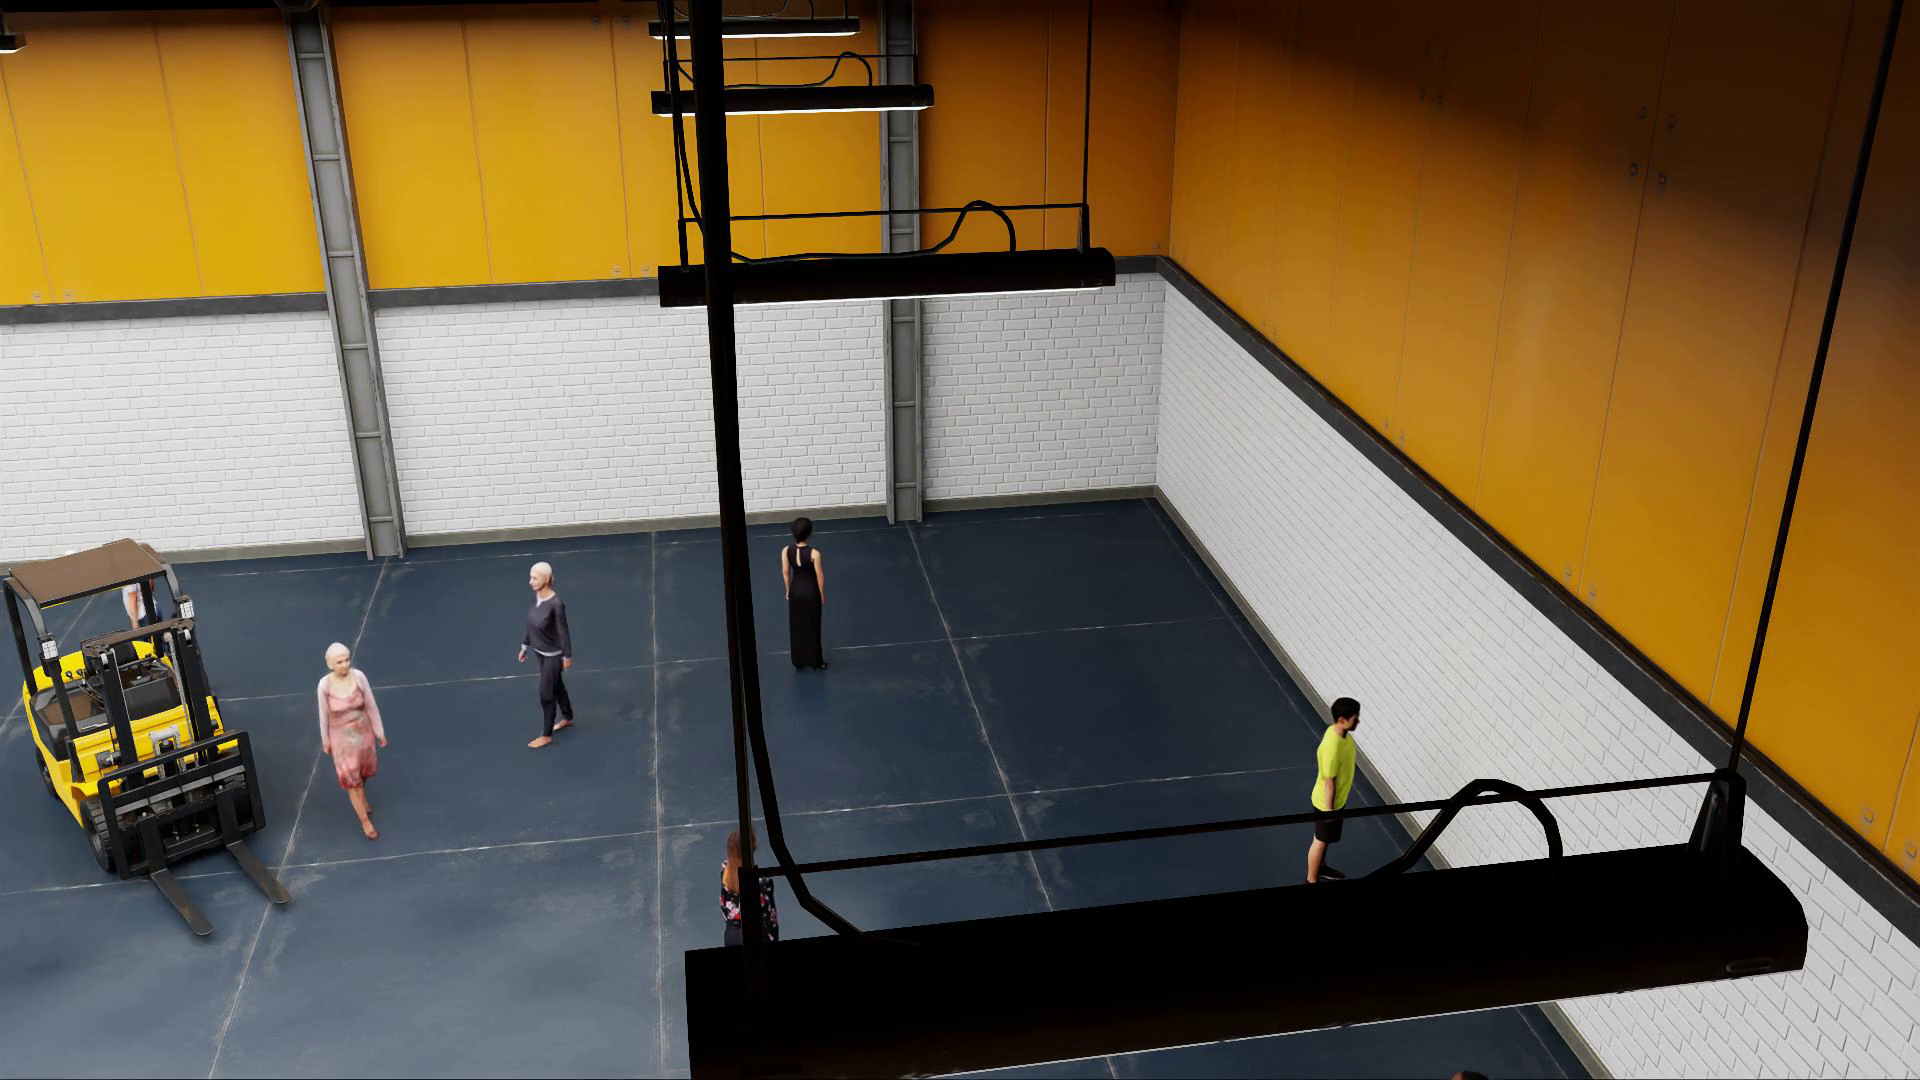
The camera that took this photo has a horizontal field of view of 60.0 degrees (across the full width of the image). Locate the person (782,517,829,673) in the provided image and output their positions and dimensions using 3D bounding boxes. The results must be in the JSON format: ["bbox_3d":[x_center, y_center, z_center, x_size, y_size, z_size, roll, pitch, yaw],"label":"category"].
[{"bbox_3d":[-1.520,0.543,16.219,0.594,1.606,0.712,7,25,16],"label":"person"}]

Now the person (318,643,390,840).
[{"bbox_3d":[-5.047,1.601,13.744,1.025,1.650,0.979,-19,30,-36],"label":"person"}]

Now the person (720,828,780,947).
[{"bbox_3d":[-1.430,2.667,11.263,0.629,1.684,0.709,13,27,27],"label":"person"}]

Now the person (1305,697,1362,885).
[{"bbox_3d":[2.858,1.960,12.854,0.691,1.705,0.686,8,25,18],"label":"person"}]

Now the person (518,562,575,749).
[{"bbox_3d":[-3.668,0.970,15.109,0.945,1.711,0.855,-21,31,-39],"label":"person"}]
